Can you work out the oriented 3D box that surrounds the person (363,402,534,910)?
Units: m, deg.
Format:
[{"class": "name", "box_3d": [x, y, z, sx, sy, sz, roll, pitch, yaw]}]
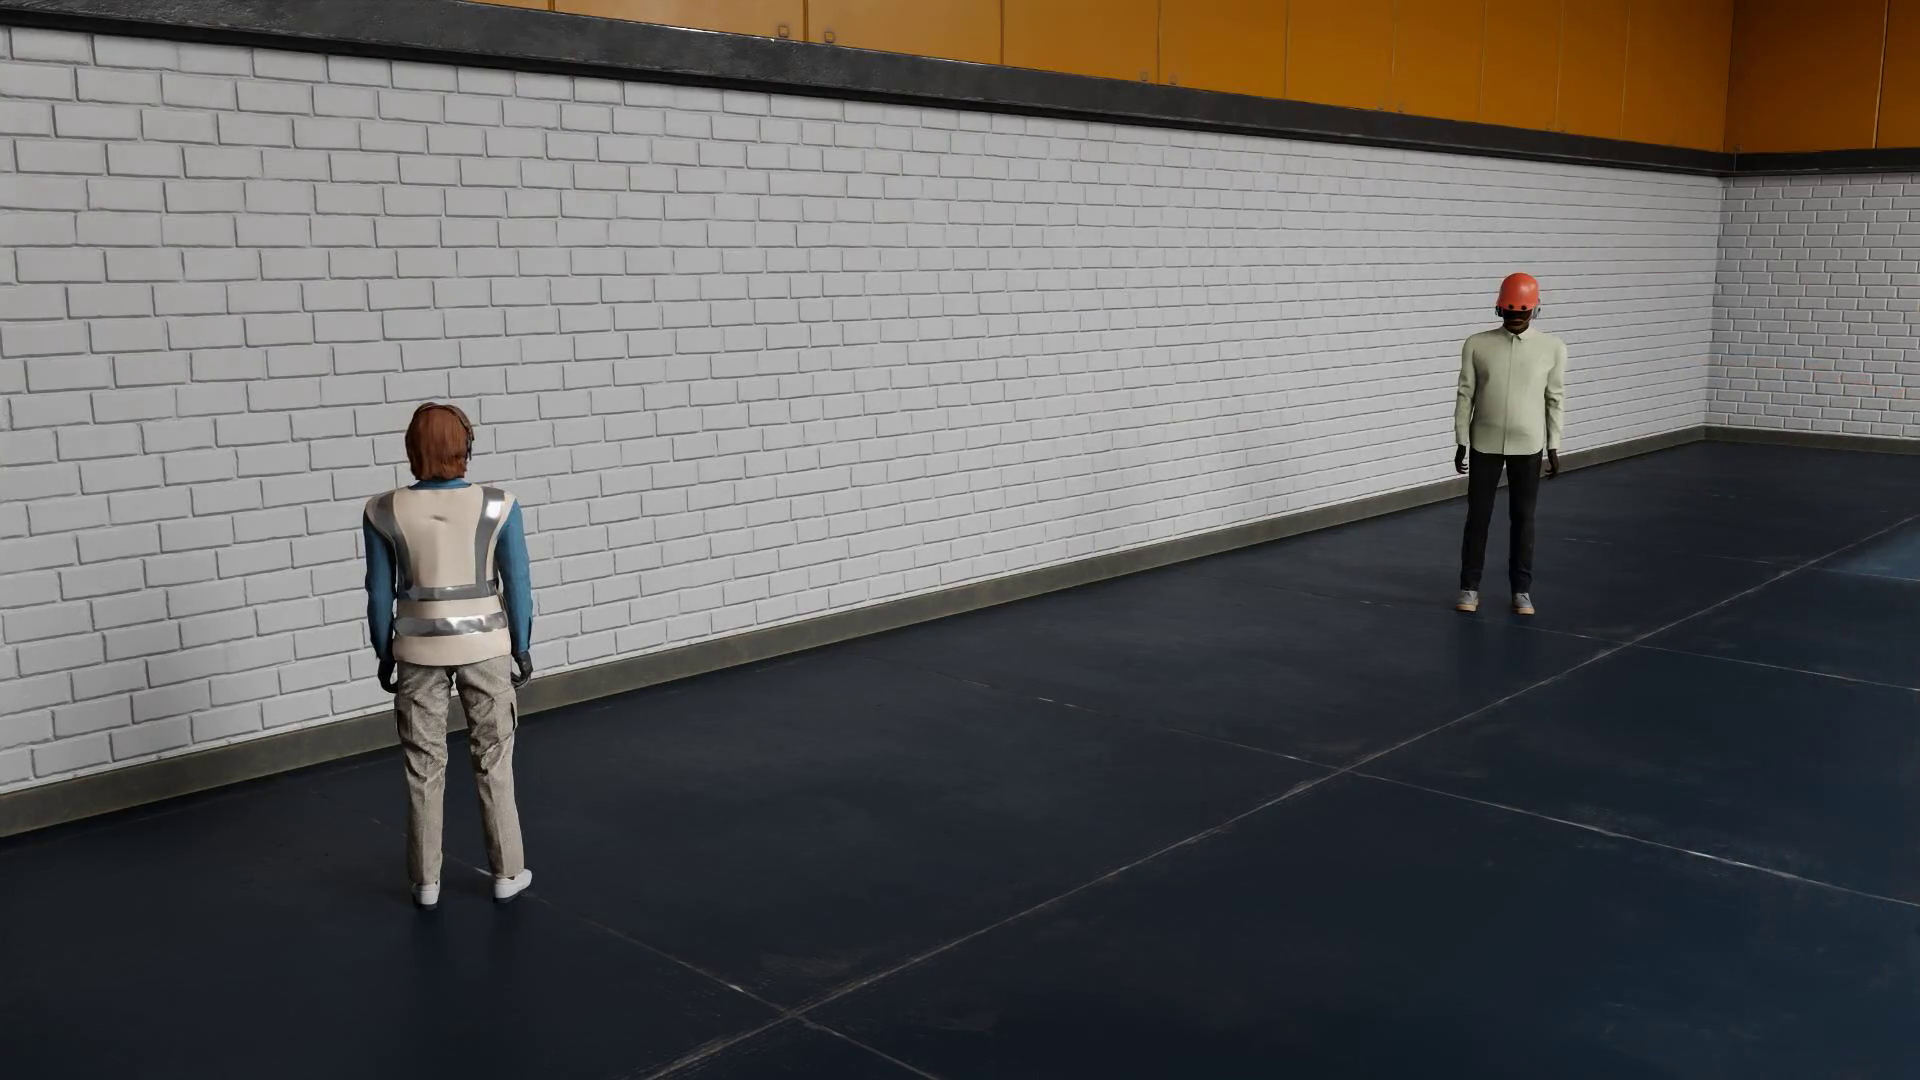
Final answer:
[{"class": "person", "box_3d": [-1.630, 0.379, 5.352, 0.514, 1.644, 0.308, -2, 10, -10]}]

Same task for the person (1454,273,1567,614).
[{"class": "person", "box_3d": [3.188, -0.553, 9.688, 0.610, 1.986, 0.393, 3, 10, 16]}]
